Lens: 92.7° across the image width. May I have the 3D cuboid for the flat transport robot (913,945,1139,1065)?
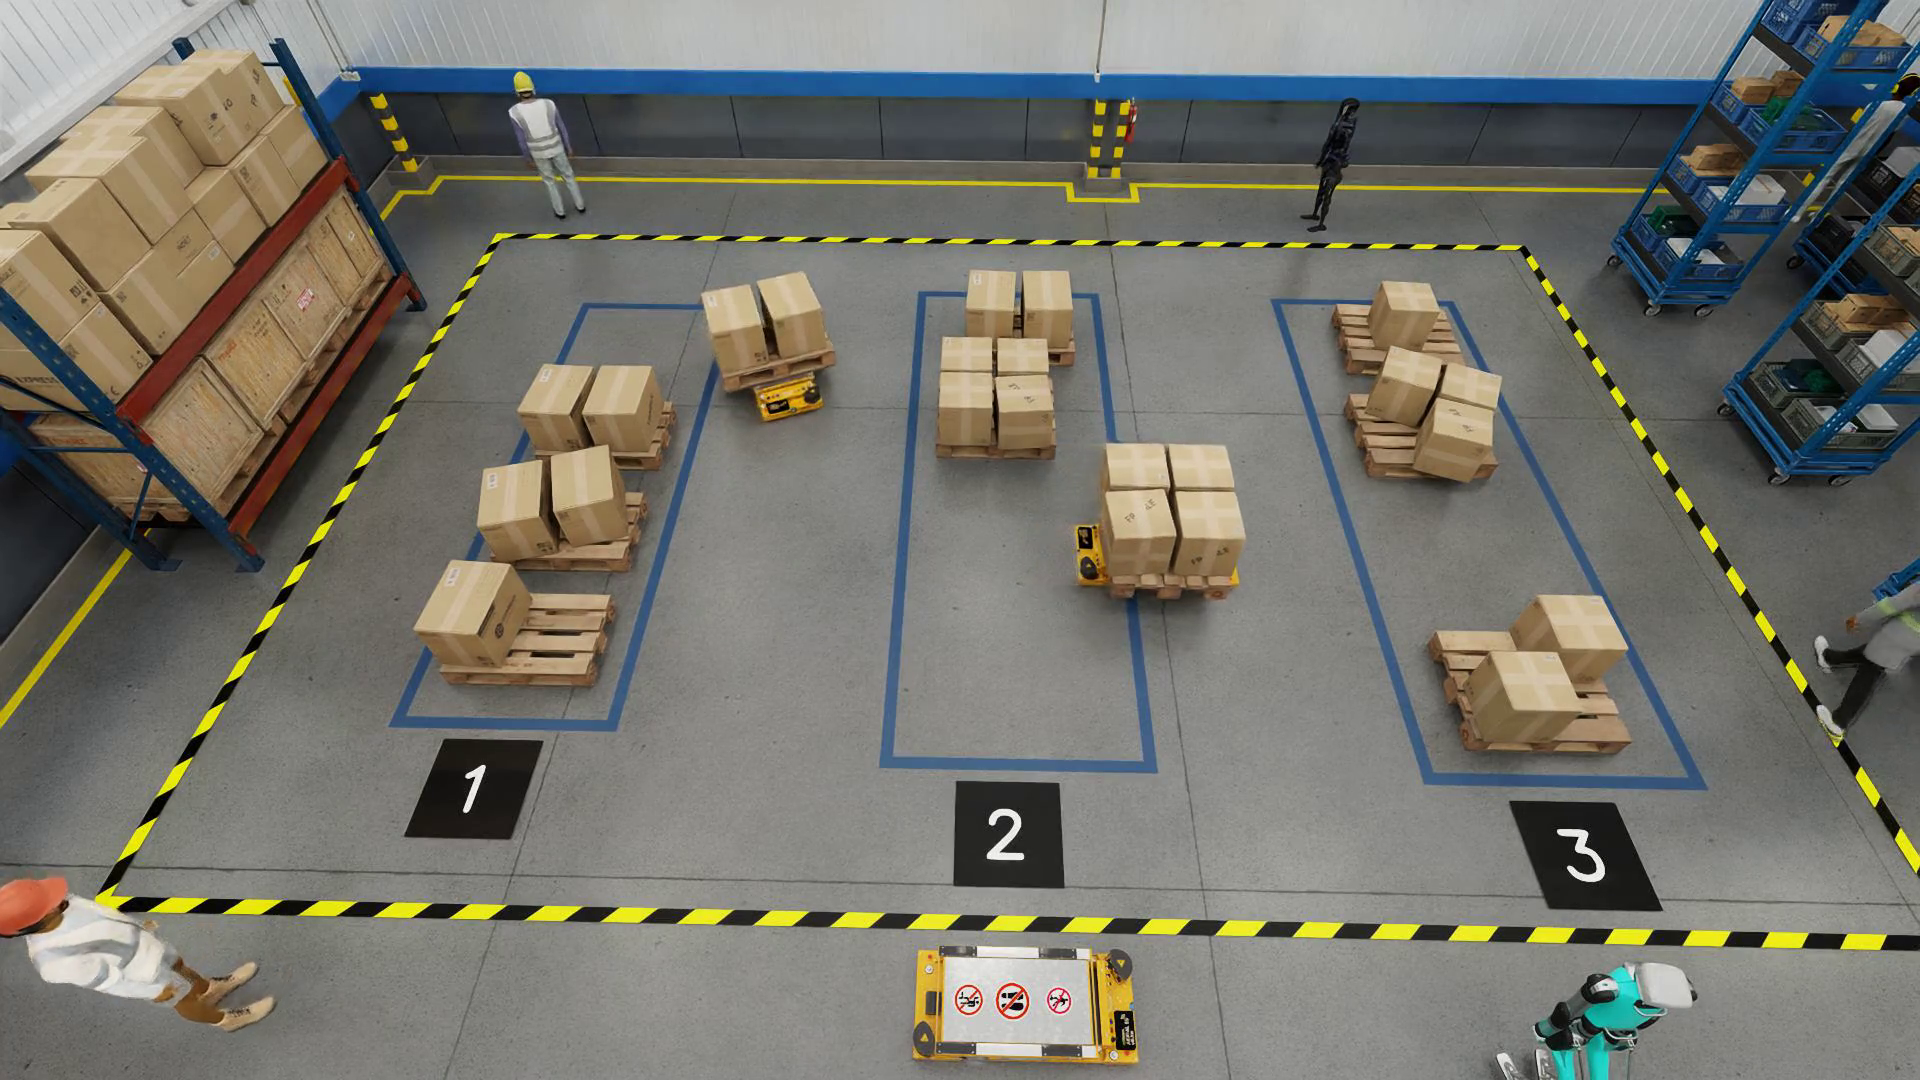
[{"bbox_3d":[0.422,3.041,6.007,1.431,0.231,0.659,1,51,1],"label":"flat transport robot"}]

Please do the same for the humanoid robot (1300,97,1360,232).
[{"bbox_3d":[4.606,-4.638,11.348,0.315,1.657,0.599,-1,51,0],"label":"humanoid robot"}]

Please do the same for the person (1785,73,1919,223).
[{"bbox_3d":[11.120,-4.815,11.386,0.506,1.864,0.313,12,52,10],"label":"person"}]

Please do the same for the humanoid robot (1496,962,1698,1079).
[{"bbox_3d":[3.555,2.907,5.082,0.533,1.677,0.735,0,51,0],"label":"humanoid robot"}]

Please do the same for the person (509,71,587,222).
[{"bbox_3d":[-5.171,-4.901,11.472,0.598,1.830,0.403,-23,54,-18],"label":"person"}]

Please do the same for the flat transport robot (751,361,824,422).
[{"bbox_3d":[-2.014,-1.898,10.015,0.652,0.197,1.431,-18,53,-14],"label":"flat transport robot"}]

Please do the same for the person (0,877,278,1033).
[{"bbox_3d":[-4.810,2.427,5.363,0.377,2.045,0.604,-36,59,-26],"label":"person"}]

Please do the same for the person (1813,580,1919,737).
[{"bbox_3d":[7.158,0.700,6.931,0.595,1.790,0.999,11,52,9],"label":"person"}]

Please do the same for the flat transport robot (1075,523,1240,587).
[{"bbox_3d":[1.794,0.108,8.380,1.431,0.197,0.652,1,51,1],"label":"flat transport robot"}]
